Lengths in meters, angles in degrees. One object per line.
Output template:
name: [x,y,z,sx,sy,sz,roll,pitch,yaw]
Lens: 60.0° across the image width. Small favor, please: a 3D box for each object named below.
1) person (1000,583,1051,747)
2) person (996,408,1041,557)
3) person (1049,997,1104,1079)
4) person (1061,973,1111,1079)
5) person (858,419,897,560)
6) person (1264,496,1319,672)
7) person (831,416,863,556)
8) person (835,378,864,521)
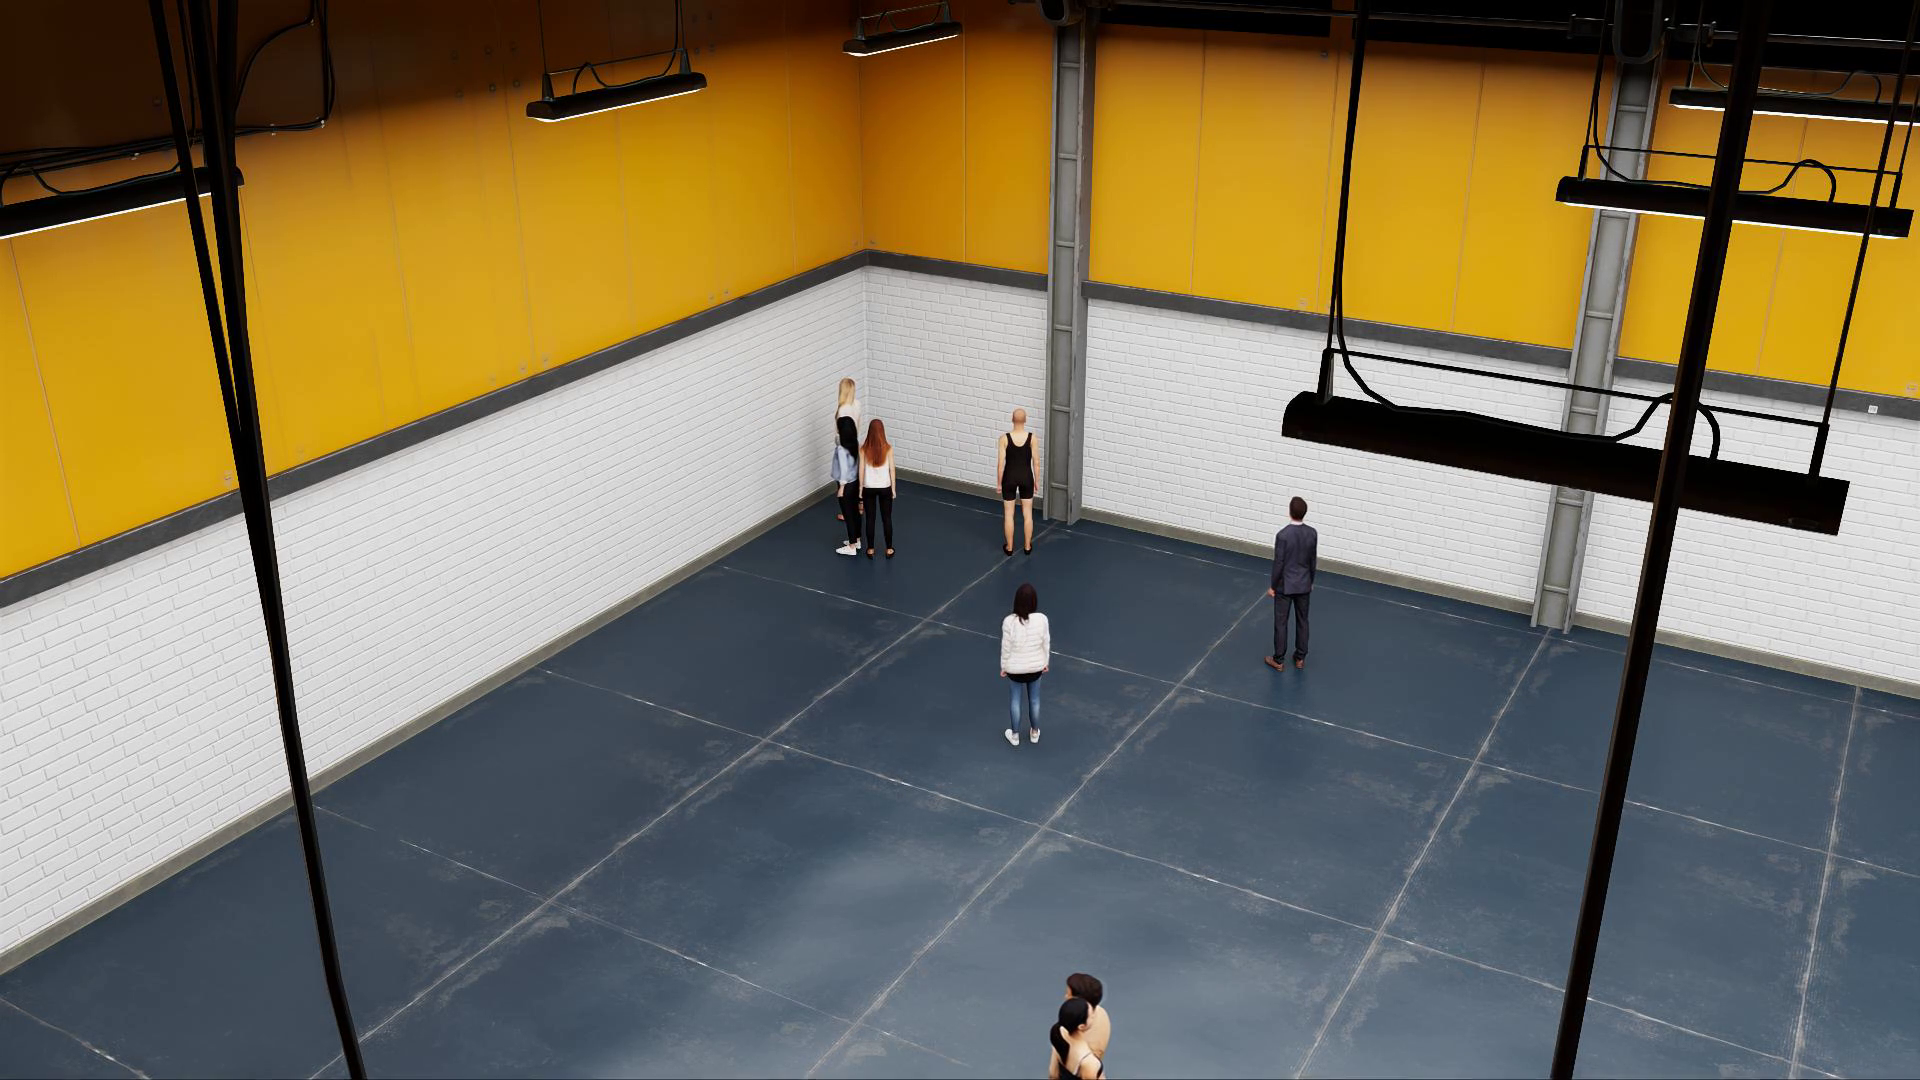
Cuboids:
person: [0.607,1.161,15.620,0.687,1.638,0.764,-4,24,-10]
person: [0.681,-0.687,19.627,0.658,1.815,0.777,-2,24,-5]
person: [0.680,3.510,10.132,0.711,1.730,0.612,-14,27,-29]
person: [0.781,3.422,10.337,0.748,1.726,0.745,3,24,7]
person: [-0.972,-0.601,19.546,0.611,1.721,0.722,-1,24,-2]
person: [3.392,0.443,16.975,0.732,1.868,0.794,-6,24,-13]
person: [-1.322,-0.654,19.682,0.590,1.710,0.630,8,25,18]
person: [-1.352,-1.128,20.622,0.538,1.826,0.613,11,26,24]
